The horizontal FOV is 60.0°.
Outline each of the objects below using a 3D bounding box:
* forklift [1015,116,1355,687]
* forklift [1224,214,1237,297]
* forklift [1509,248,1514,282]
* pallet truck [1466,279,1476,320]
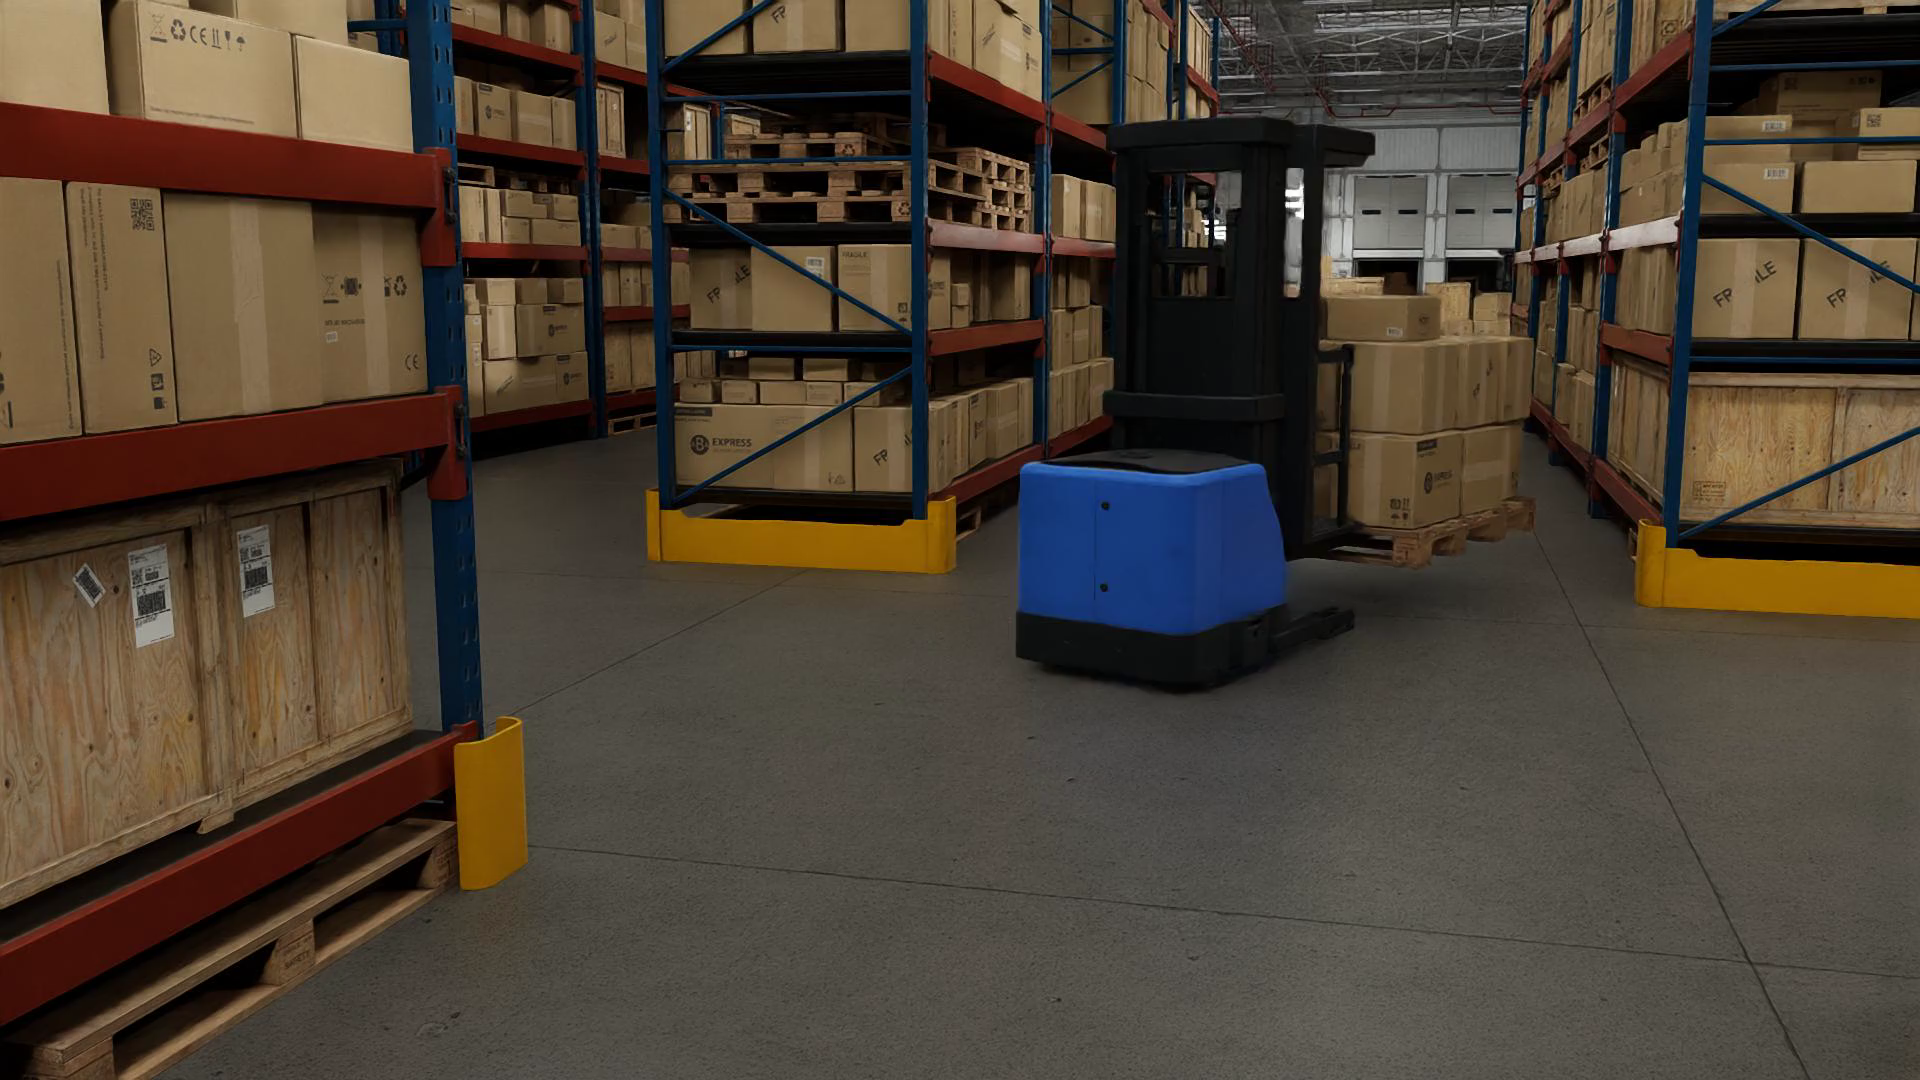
[{"bbox_3d":[1.225,-0.790,8.792,1.129,2.768,1.873,7,11,37],"label":"forklift"},{"bbox_3d":[3.647,-2.812,21.640,1.873,2.768,1.129,2,9,15],"label":"forklift"},{"bbox_3d":[15.279,-6.473,44.896,1.129,2.768,1.873,6,10,31],"label":"forklift"},{"bbox_3d":[18.896,-8.459,60.307,1.885,1.965,0.823,5,10,31],"label":"pallet truck"}]
